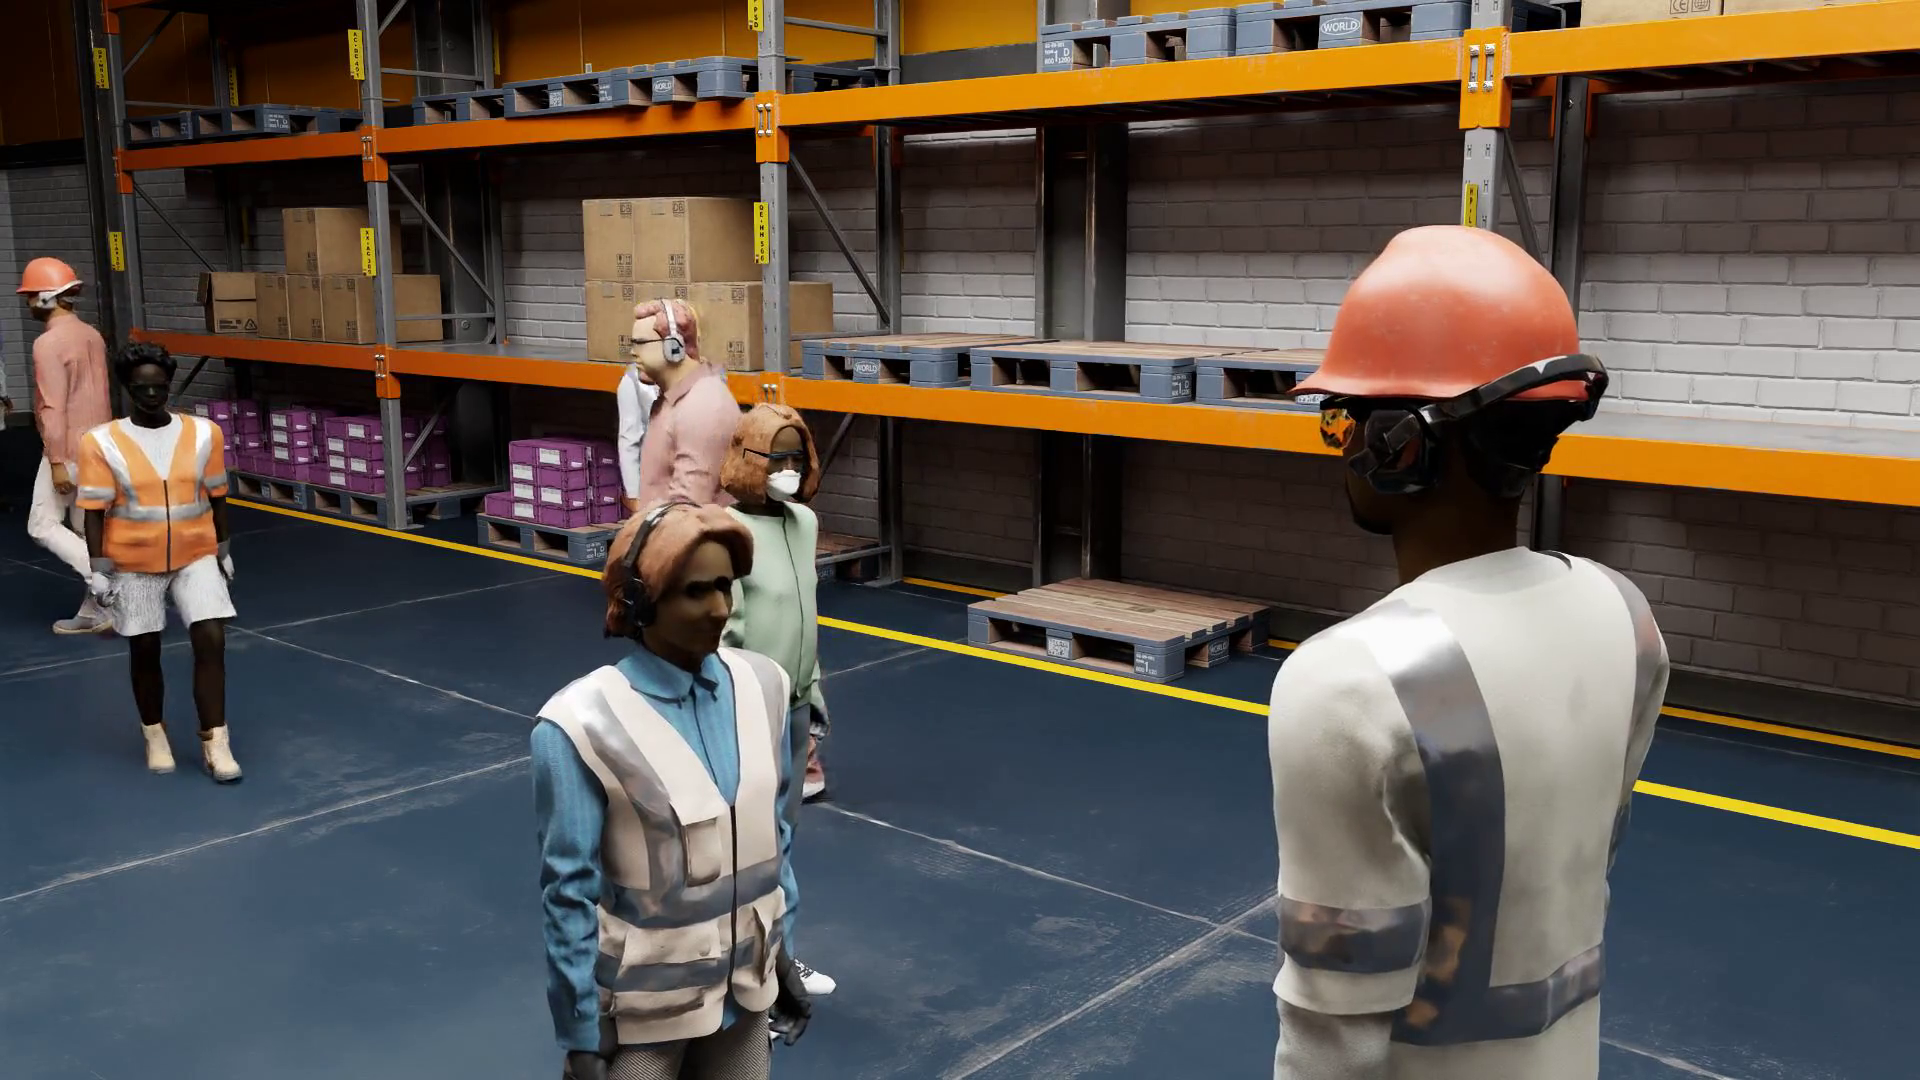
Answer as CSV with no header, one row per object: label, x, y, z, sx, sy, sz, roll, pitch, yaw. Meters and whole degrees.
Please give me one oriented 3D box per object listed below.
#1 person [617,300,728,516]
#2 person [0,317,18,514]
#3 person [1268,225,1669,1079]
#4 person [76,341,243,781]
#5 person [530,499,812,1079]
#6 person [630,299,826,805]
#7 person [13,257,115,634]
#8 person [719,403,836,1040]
person,-1.451,-0.332,8.453,0.620,1.777,0.981,-5,11,-26
person,-7.399,-1.128,12.499,0.373,1.934,0.551,5,11,26
person,0.512,0.681,1.895,0.607,2.044,0.375,-9,14,-43
person,-2.979,0.101,6.245,0.546,1.670,0.690,-7,12,-35
person,-0.451,0.747,2.676,0.307,1.638,0.512,8,12,37
person,-0.949,0.083,5.867,1.006,1.846,0.641,-5,11,-24
person,-4.577,-0.463,8.615,0.468,1.977,0.624,0,10,0
person,-0.495,0.458,4.333,0.281,1.631,0.507,5,11,25
